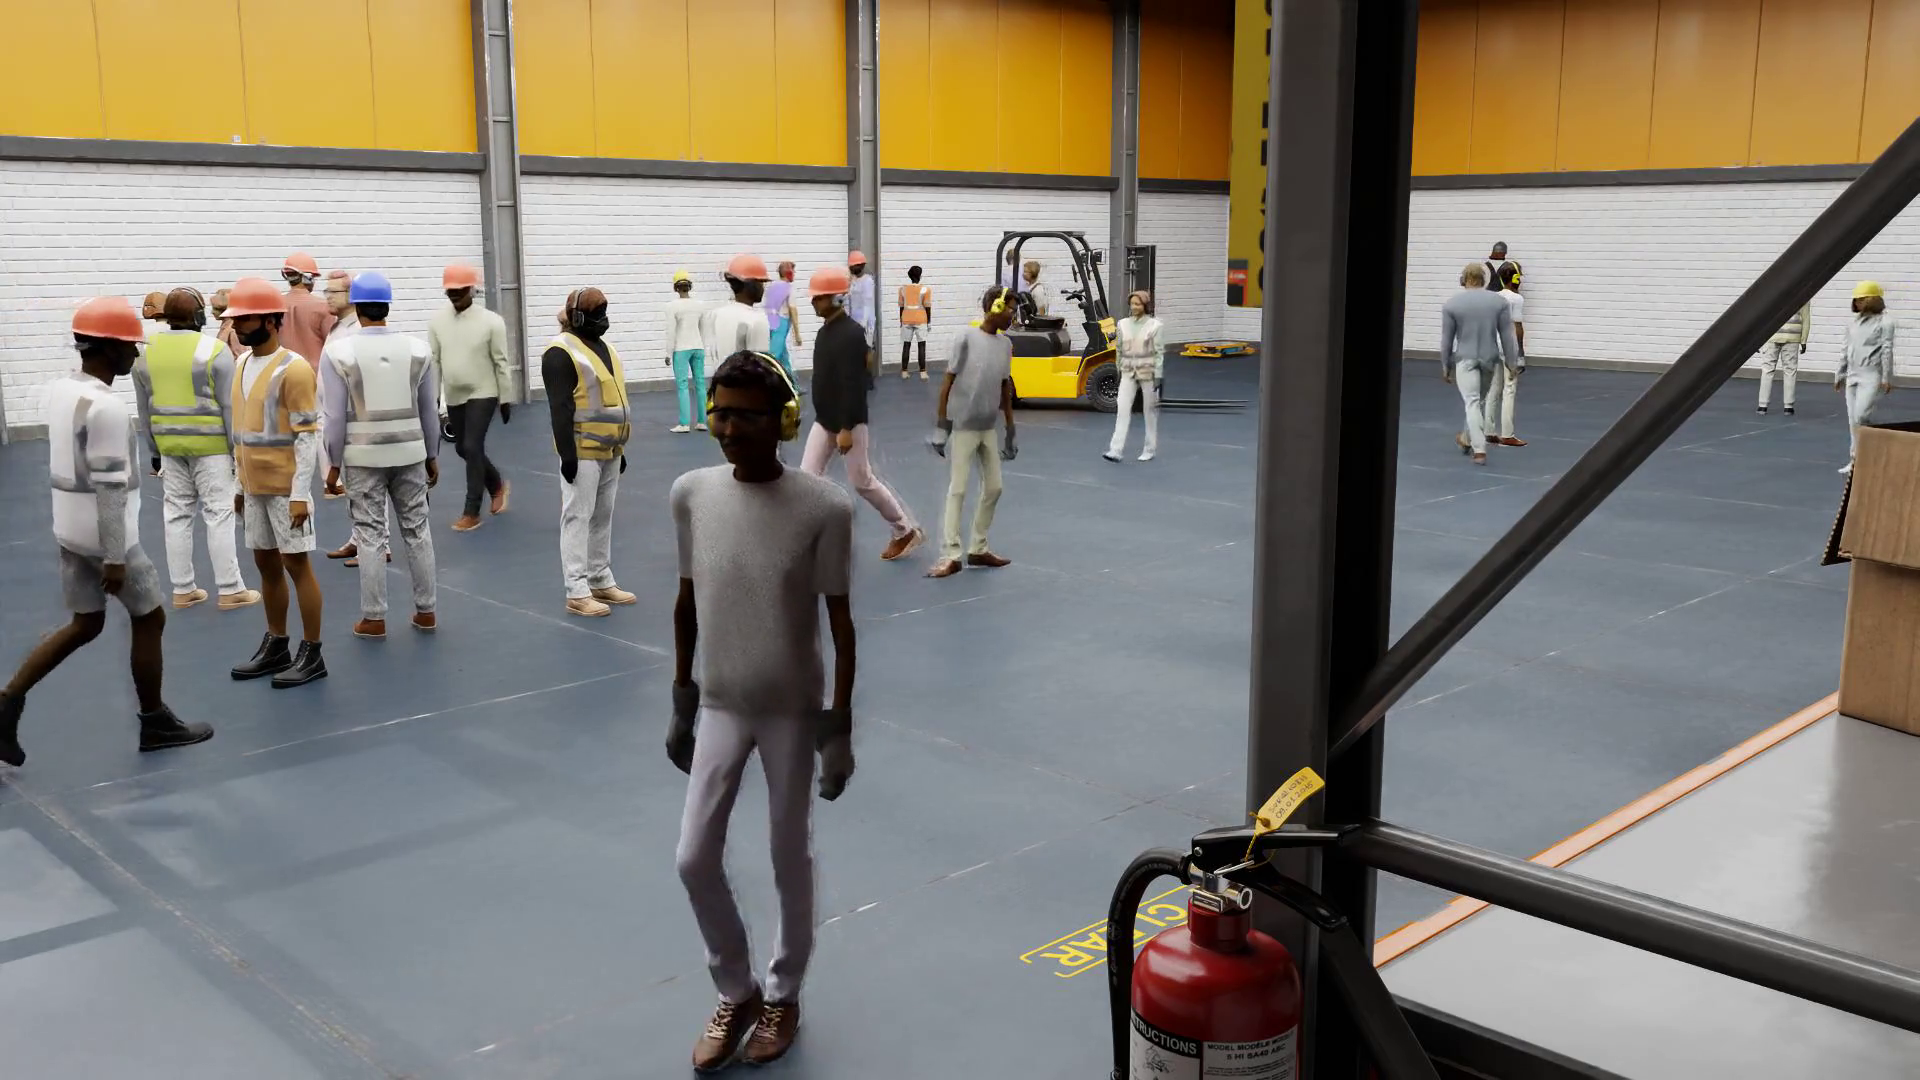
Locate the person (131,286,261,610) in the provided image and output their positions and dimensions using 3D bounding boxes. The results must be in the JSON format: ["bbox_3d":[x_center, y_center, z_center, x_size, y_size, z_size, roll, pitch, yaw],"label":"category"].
[{"bbox_3d":[-4.340,-0.515,9.488,0.631,1.846,0.429,2,11,9],"label":"person"}]

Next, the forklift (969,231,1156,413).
[{"bbox_3d":[1.222,-2.721,20.561,2.313,2.155,1.214,2,11,13],"label":"forklift"}]

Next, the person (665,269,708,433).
[{"bbox_3d":[-2.972,-2.038,18.017,0.525,1.765,0.329,-9,14,-41],"label":"person"}]

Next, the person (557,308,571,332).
[{"bbox_3d":[-2.761,-0.924,12.328,0.467,1.619,0.602,-7,12,-33],"label":"person"}]

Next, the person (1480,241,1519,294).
[{"bbox_3d":[8.765,-3.855,27.164,0.688,2.000,0.536,5,11,25],"label":"person"}]

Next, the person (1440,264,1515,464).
[{"bbox_3d":[4.891,-1.684,15.800,0.673,1.863,1.060,0,10,-2],"label":"person"}]

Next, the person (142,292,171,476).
[{"bbox_3d":[-7.068,-1.382,14.792,0.271,1.632,0.508,2,11,12],"label":"person"}]

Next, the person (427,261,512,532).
[{"bbox_3d":[-3.568,-1.084,12.294,0.605,1.958,0.887,3,11,14],"label":"person"}]

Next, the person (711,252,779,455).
[{"bbox_3d":[-1.468,-0.900,11.101,0.670,2.022,0.615,-8,13,-38],"label":"person"}]

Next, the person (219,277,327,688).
[{"bbox_3d":[-3.269,-0.268,7.889,0.544,1.939,0.354,6,12,32],"label":"person"}]

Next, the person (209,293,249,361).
[{"bbox_3d":[-6.260,-1.302,14.347,0.312,1.636,0.518,-7,12,-33],"label":"person"}]

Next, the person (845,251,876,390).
[{"bbox_3d":[-1.369,-3.000,22.846,0.476,1.913,0.568,-6,12,-31],"label":"person"}]

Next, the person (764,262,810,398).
[{"bbox_3d":[-2.324,-2.700,21.579,0.947,1.784,0.568,-8,13,-36],"label":"person"}]

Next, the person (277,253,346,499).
[{"bbox_3d":[-5.288,-1.319,13.478,0.609,1.988,0.392,1,10,4],"label":"person"}]

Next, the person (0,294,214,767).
[{"bbox_3d":[-3.525,-0.018,6.635,0.598,1.901,0.856,9,14,41],"label":"person"}]

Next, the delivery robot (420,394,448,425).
[{"bbox_3d":[-5.467,-1.356,17.334,0.707,0.478,0.477,0,10,1],"label":"delivery robot"}]

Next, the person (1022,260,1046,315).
[{"bbox_3d":[1.039,-2.783,21.949,0.835,1.819,0.519,-1,10,-8],"label":"person"}]

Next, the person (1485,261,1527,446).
[{"bbox_3d":[5.556,-1.884,16.887,0.329,1.871,0.507,-5,11,-25],"label":"person"}]

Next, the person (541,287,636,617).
[{"bbox_3d":[-2.081,-0.504,9.436,0.429,1.845,0.622,3,11,17],"label":"person"}]

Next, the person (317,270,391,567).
[{"bbox_3d":[-3.950,-0.785,10.793,0.408,1.906,0.653,-7,13,-35],"label":"person"}]

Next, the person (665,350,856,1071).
[{"bbox_3d":[-0.526,0.453,4.180,0.563,1.852,0.526,3,11,14],"label":"person"}]

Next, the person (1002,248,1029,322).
[{"bbox_3d":[0.832,-3.523,25.633,0.635,1.937,0.352,-6,12,-31],"label":"person"}]

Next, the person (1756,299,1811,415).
[{"bbox_3d":[9.772,-2.398,19.786,0.595,1.832,0.404,5,11,24],"label":"person"}]

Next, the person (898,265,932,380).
[{"bbox_3d":[-0.667,-3.217,24.653,0.532,1.691,0.321,4,11,19],"label":"person"}]

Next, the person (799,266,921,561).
[{"bbox_3d":[-0.716,-0.790,10.710,0.996,1.947,0.621,-6,12,-31],"label":"person"}]

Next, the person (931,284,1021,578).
[{"bbox_3d":[0.073,-0.670,10.423,0.671,1.822,0.343,-9,14,-40],"label":"person"}]

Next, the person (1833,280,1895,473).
[{"bbox_3d":[8.043,-1.440,14.828,0.382,1.728,0.519,-3,11,-18],"label":"person"}]

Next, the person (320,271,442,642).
[{"bbox_3d":[-3.054,-0.440,8.799,0.614,1.945,0.406,-8,13,-37],"label":"person"}]

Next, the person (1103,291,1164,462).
[{"bbox_3d":[1.631,-1.506,15.519,0.545,1.598,0.807,6,12,31],"label":"person"}]

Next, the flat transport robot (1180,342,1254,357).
[{"bbox_3d":[4.542,-3.369,29.345,0.652,0.197,1.431,9,13,39],"label":"flat transport robot"}]

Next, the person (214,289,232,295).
[{"bbox_3d":[-6.914,-1.568,15.822,0.295,1.632,0.511,-4,11,-21],"label":"person"}]
